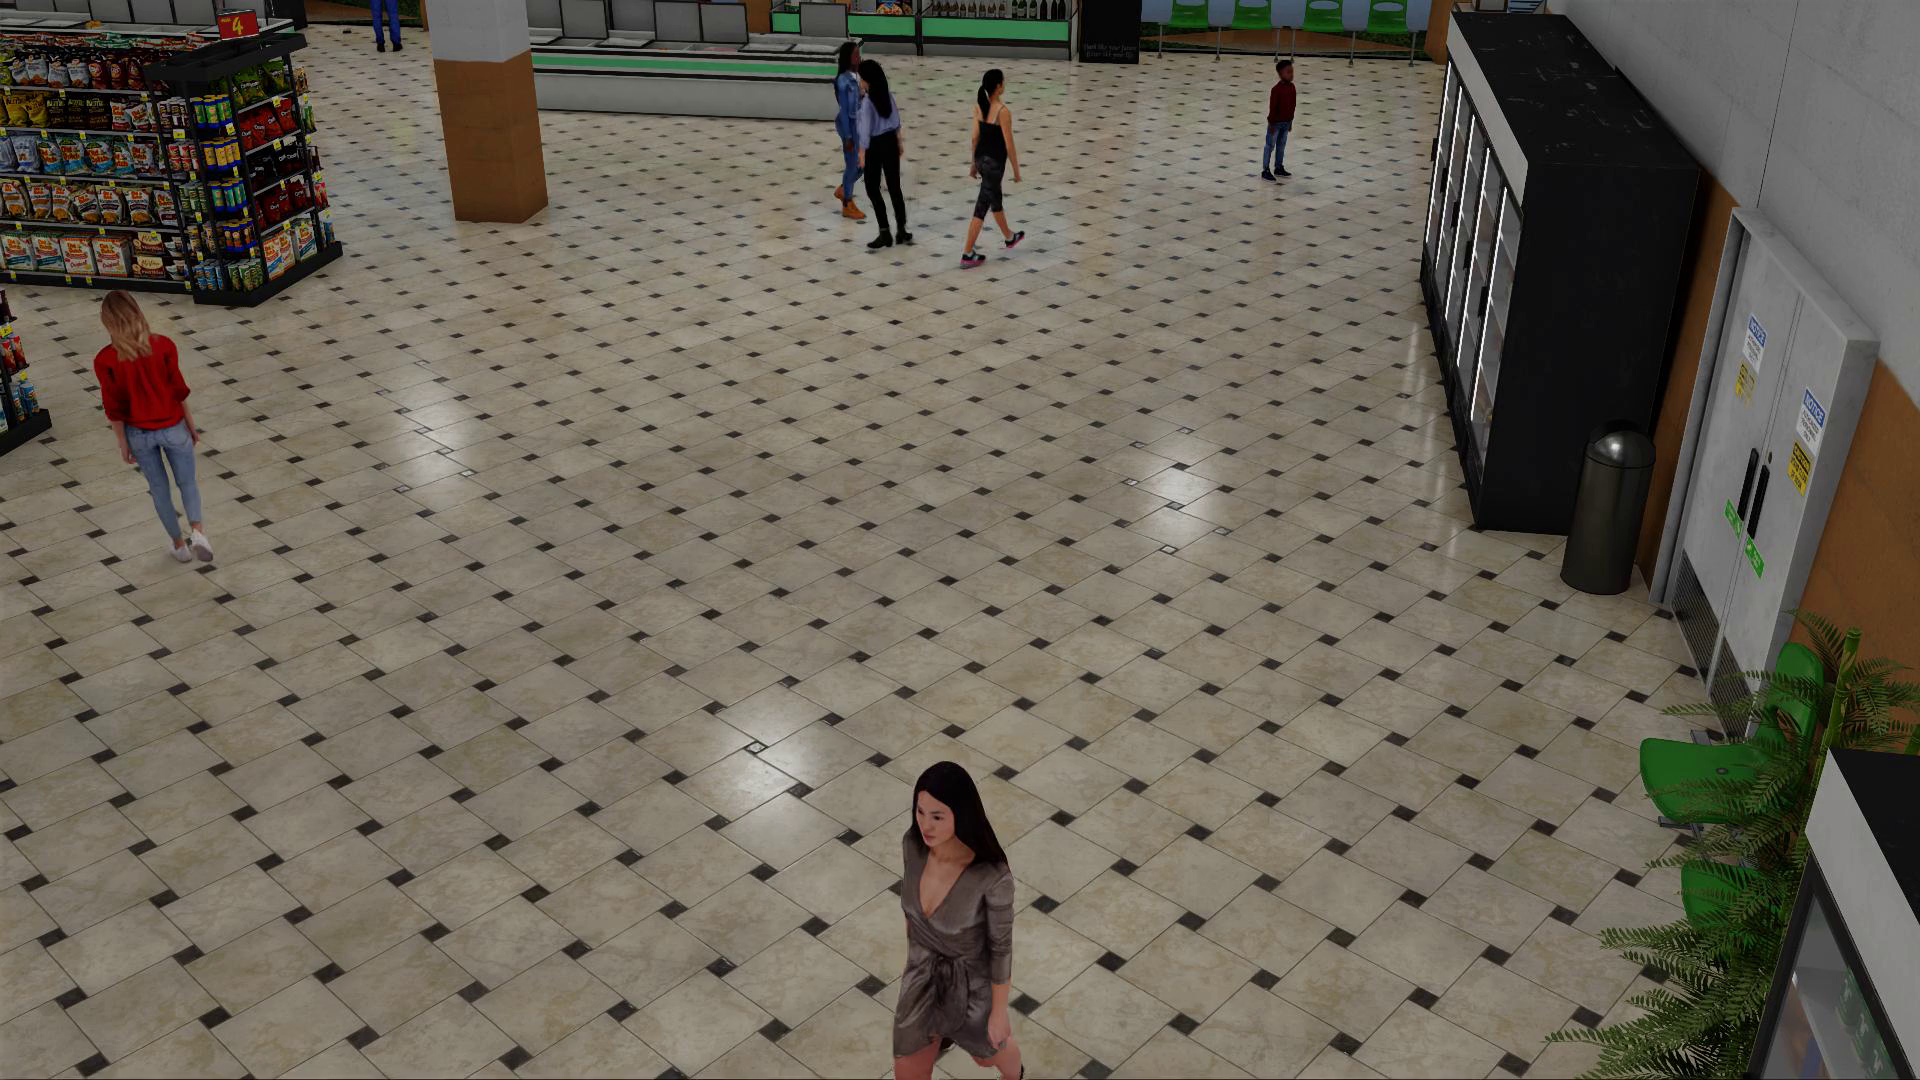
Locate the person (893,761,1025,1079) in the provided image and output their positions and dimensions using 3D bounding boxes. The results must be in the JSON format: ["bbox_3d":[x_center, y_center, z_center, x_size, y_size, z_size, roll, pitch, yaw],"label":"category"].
[{"bbox_3d":[0.034,1.449,5.491,1.085,1.709,0.933,16,31,28],"label":"person"}]

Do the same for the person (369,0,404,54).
[{"bbox_3d":[-8.359,-7.995,23.995,0.662,1.815,0.803,-6,28,-12],"label":"person"}]

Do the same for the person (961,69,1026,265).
[{"bbox_3d":[0.196,-3.295,14.862,1.062,1.694,1.060,-22,34,-36],"label":"person"}]

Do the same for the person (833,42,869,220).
[{"bbox_3d":[-1.130,-3.987,16.220,0.718,1.700,0.690,10,28,18],"label":"person"}]

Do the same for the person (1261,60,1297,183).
[{"bbox_3d":[3.383,-4.457,17.639,0.578,1.253,0.632,-20,33,-34],"label":"person"}]

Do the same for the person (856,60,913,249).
[{"bbox_3d":[-0.663,-3.567,15.360,0.823,1.729,0.769,-22,34,-37],"label":"person"}]

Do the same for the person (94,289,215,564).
[{"bbox_3d":[-4.574,-0.585,9.518,0.914,1.693,0.965,-16,31,-29],"label":"person"}]
